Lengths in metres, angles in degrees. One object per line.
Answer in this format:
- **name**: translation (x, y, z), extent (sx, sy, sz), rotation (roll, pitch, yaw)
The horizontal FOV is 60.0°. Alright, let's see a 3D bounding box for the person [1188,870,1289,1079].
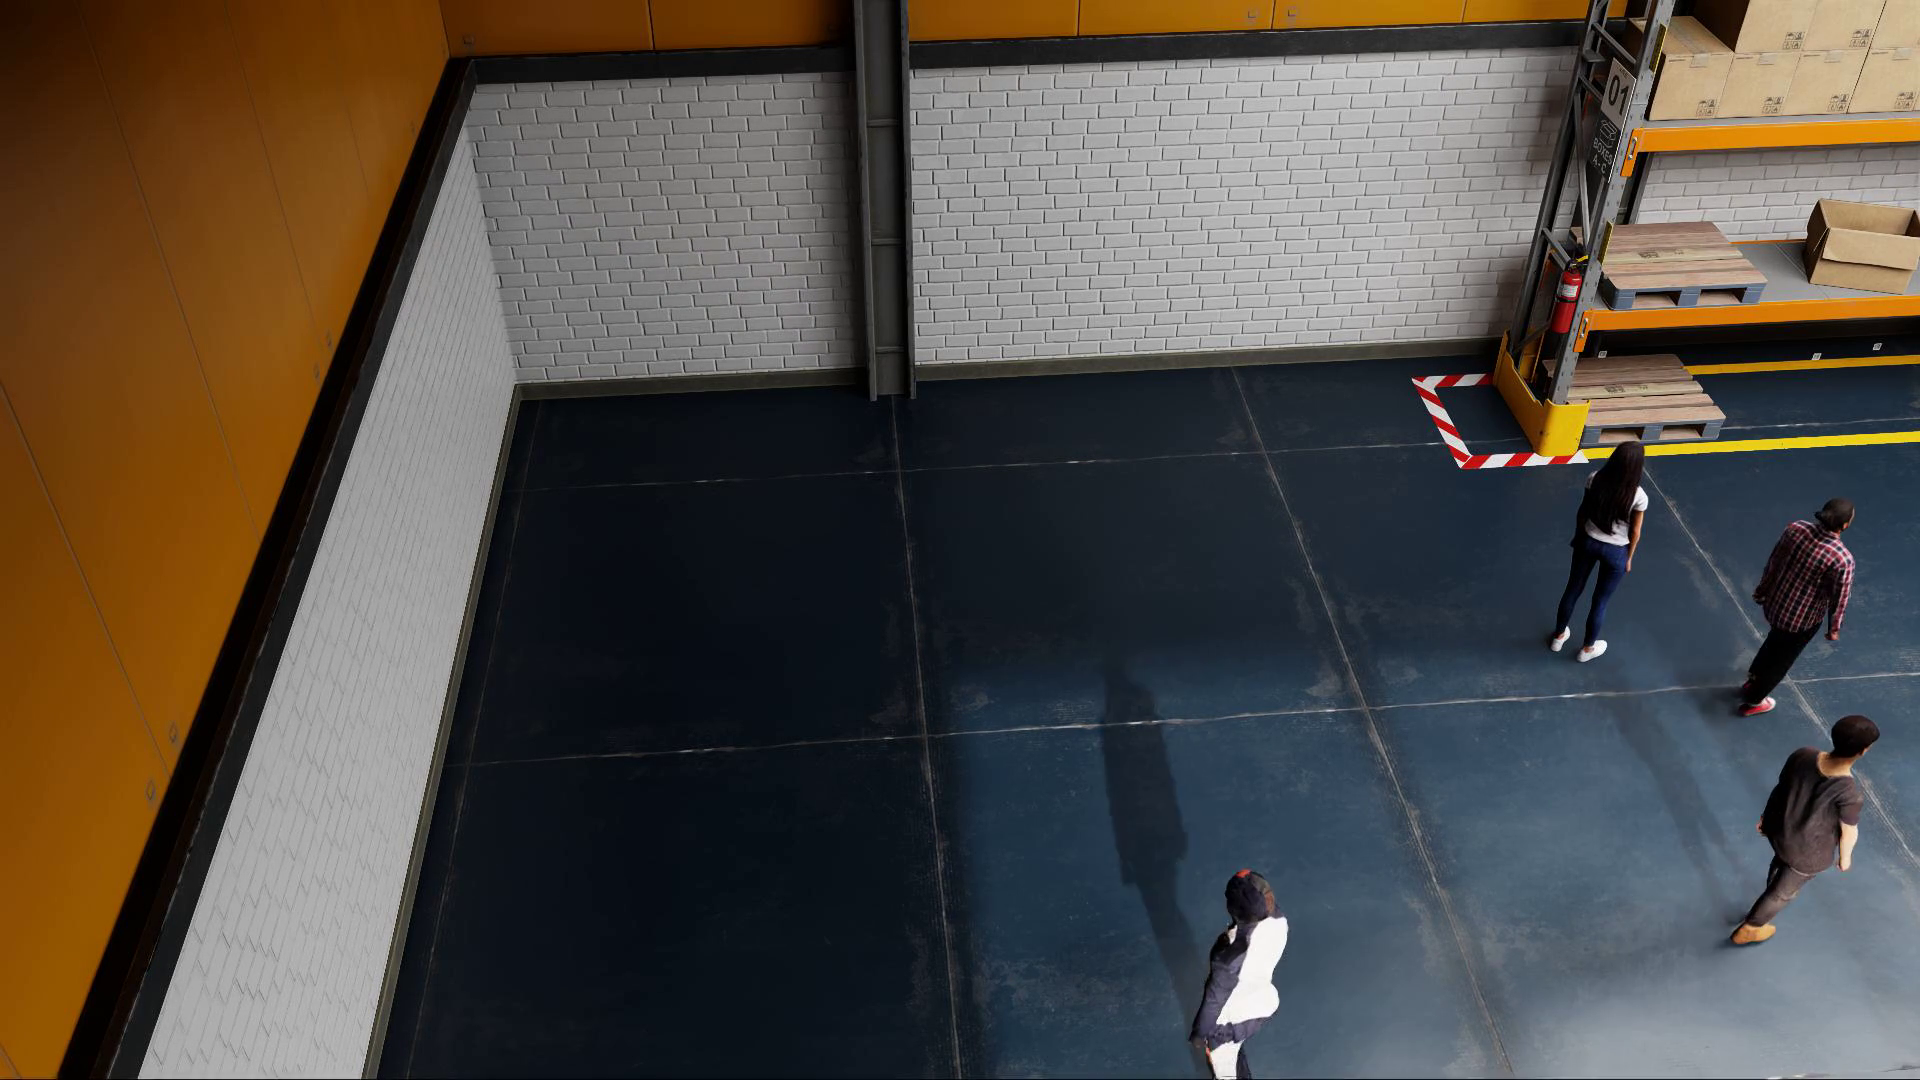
- **person**: translation (1.437, 2.361, 8.254), extent (0.892, 1.886, 0.828), rotation (30, 47, 32)

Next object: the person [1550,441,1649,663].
- **person**: translation (4.319, 0.076, 11.204), extent (0.662, 1.775, 0.707), rotation (31, 48, 33)

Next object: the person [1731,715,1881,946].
- **person**: translation (4.645, 1.665, 9.276), extent (0.858, 1.697, 0.716), rotation (-10, 40, -13)

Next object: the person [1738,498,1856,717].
- **person**: translation (5.334, 0.462, 10.741), extent (0.761, 1.749, 0.801), rotation (-15, 41, -18)
